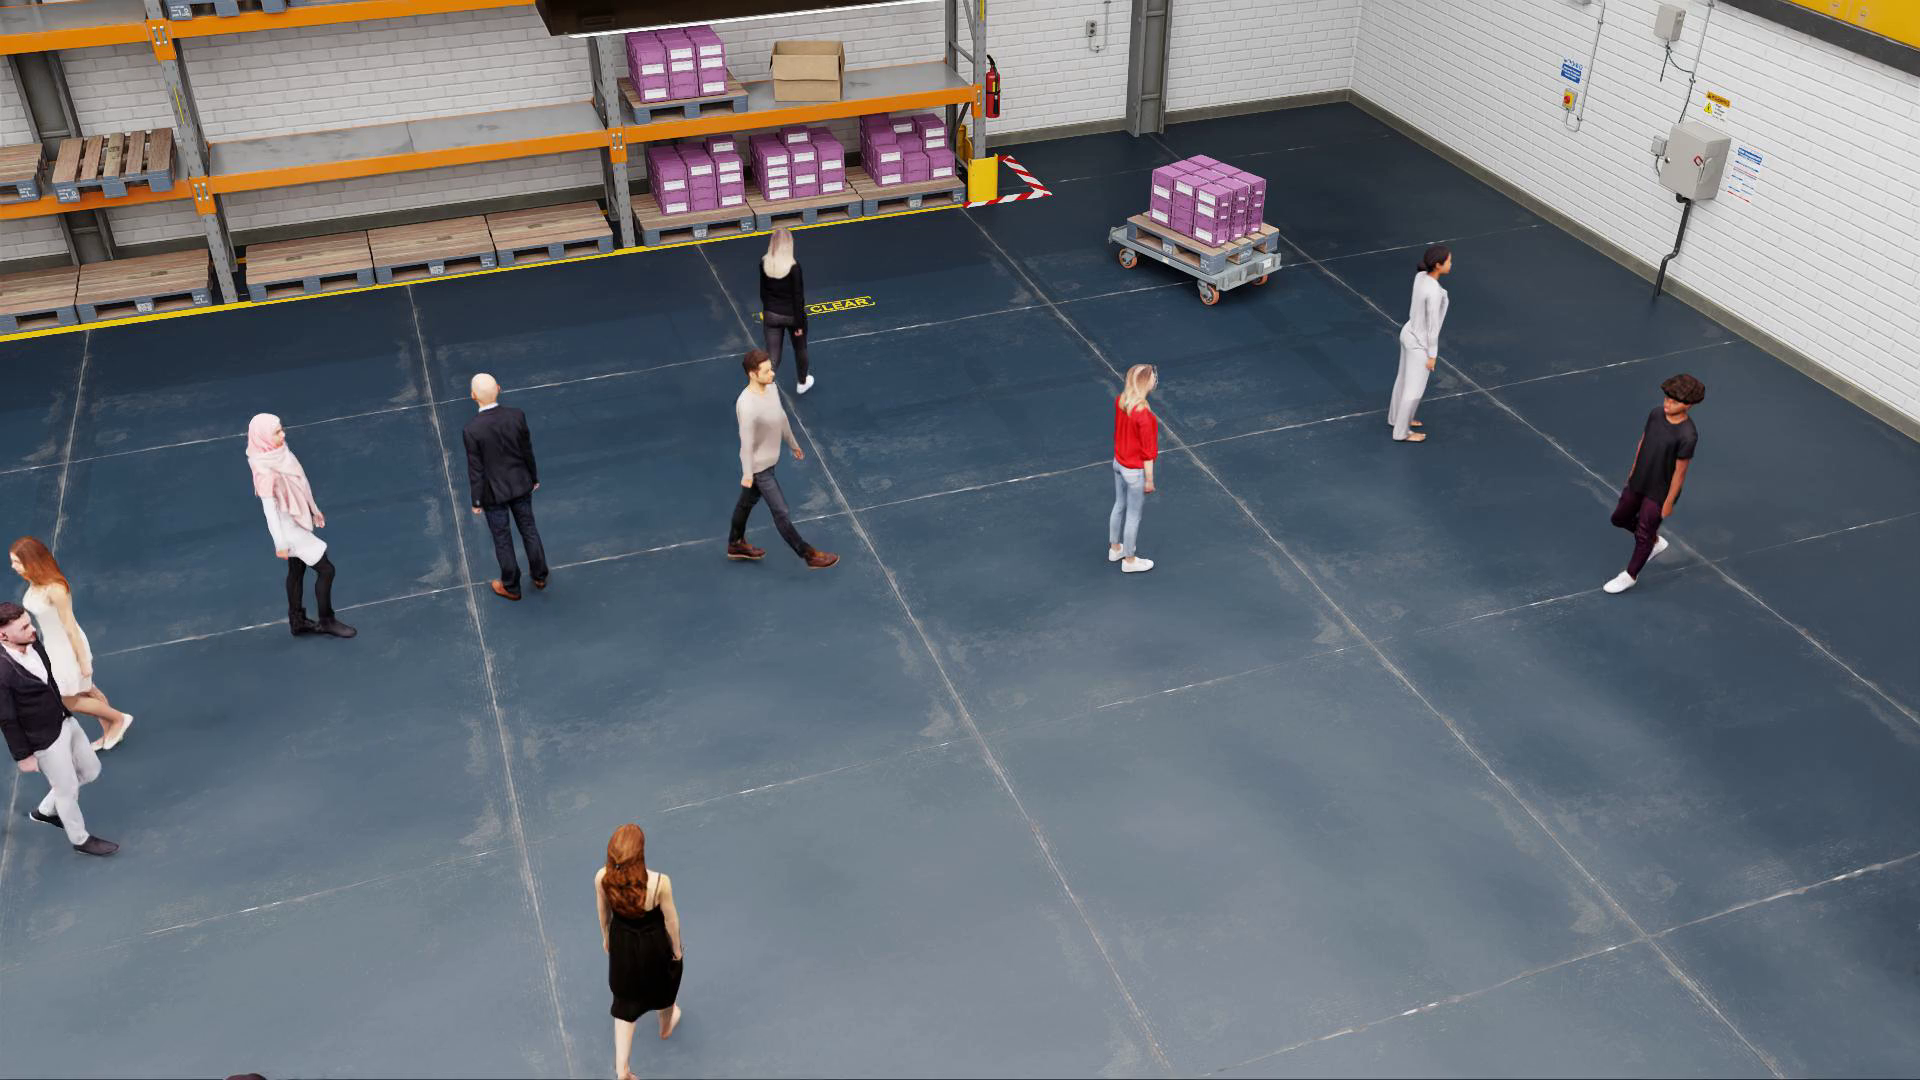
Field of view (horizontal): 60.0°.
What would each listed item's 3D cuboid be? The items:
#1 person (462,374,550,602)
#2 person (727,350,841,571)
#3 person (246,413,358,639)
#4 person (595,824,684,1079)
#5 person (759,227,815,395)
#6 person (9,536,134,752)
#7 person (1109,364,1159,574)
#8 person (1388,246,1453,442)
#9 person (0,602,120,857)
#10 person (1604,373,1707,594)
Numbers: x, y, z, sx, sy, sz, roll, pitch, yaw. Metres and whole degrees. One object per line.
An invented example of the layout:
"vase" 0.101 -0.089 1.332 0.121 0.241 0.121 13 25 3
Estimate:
"person" -3.292 -0.382 12.012 0.650 1.798 0.823 -26 42 -33
"person" -1.545 -0.576 12.287 1.264 1.816 1.087 7 34 11
"person" -4.732 -0.071 11.549 0.774 1.792 0.716 -6 34 -8
"person" -1.638 2.118 8.427 0.957 1.603 0.880 4 34 5
"person" -1.567 -1.853 14.362 1.138 1.647 1.100 9 35 13
"person" -5.555 0.655 10.543 0.752 1.697 0.701 -27 42 -35
"person" 1.276 -0.539 12.332 0.536 1.705 0.635 -15 37 -22
"person" 3.863 -1.671 14.010 0.644 1.733 0.677 -2 34 -3
"person" -5.439 1.123 9.726 0.870 1.822 0.823 1 34 1
"person" 5.107 -0.430 12.111 0.806 1.769 0.633 -11 35 -16
